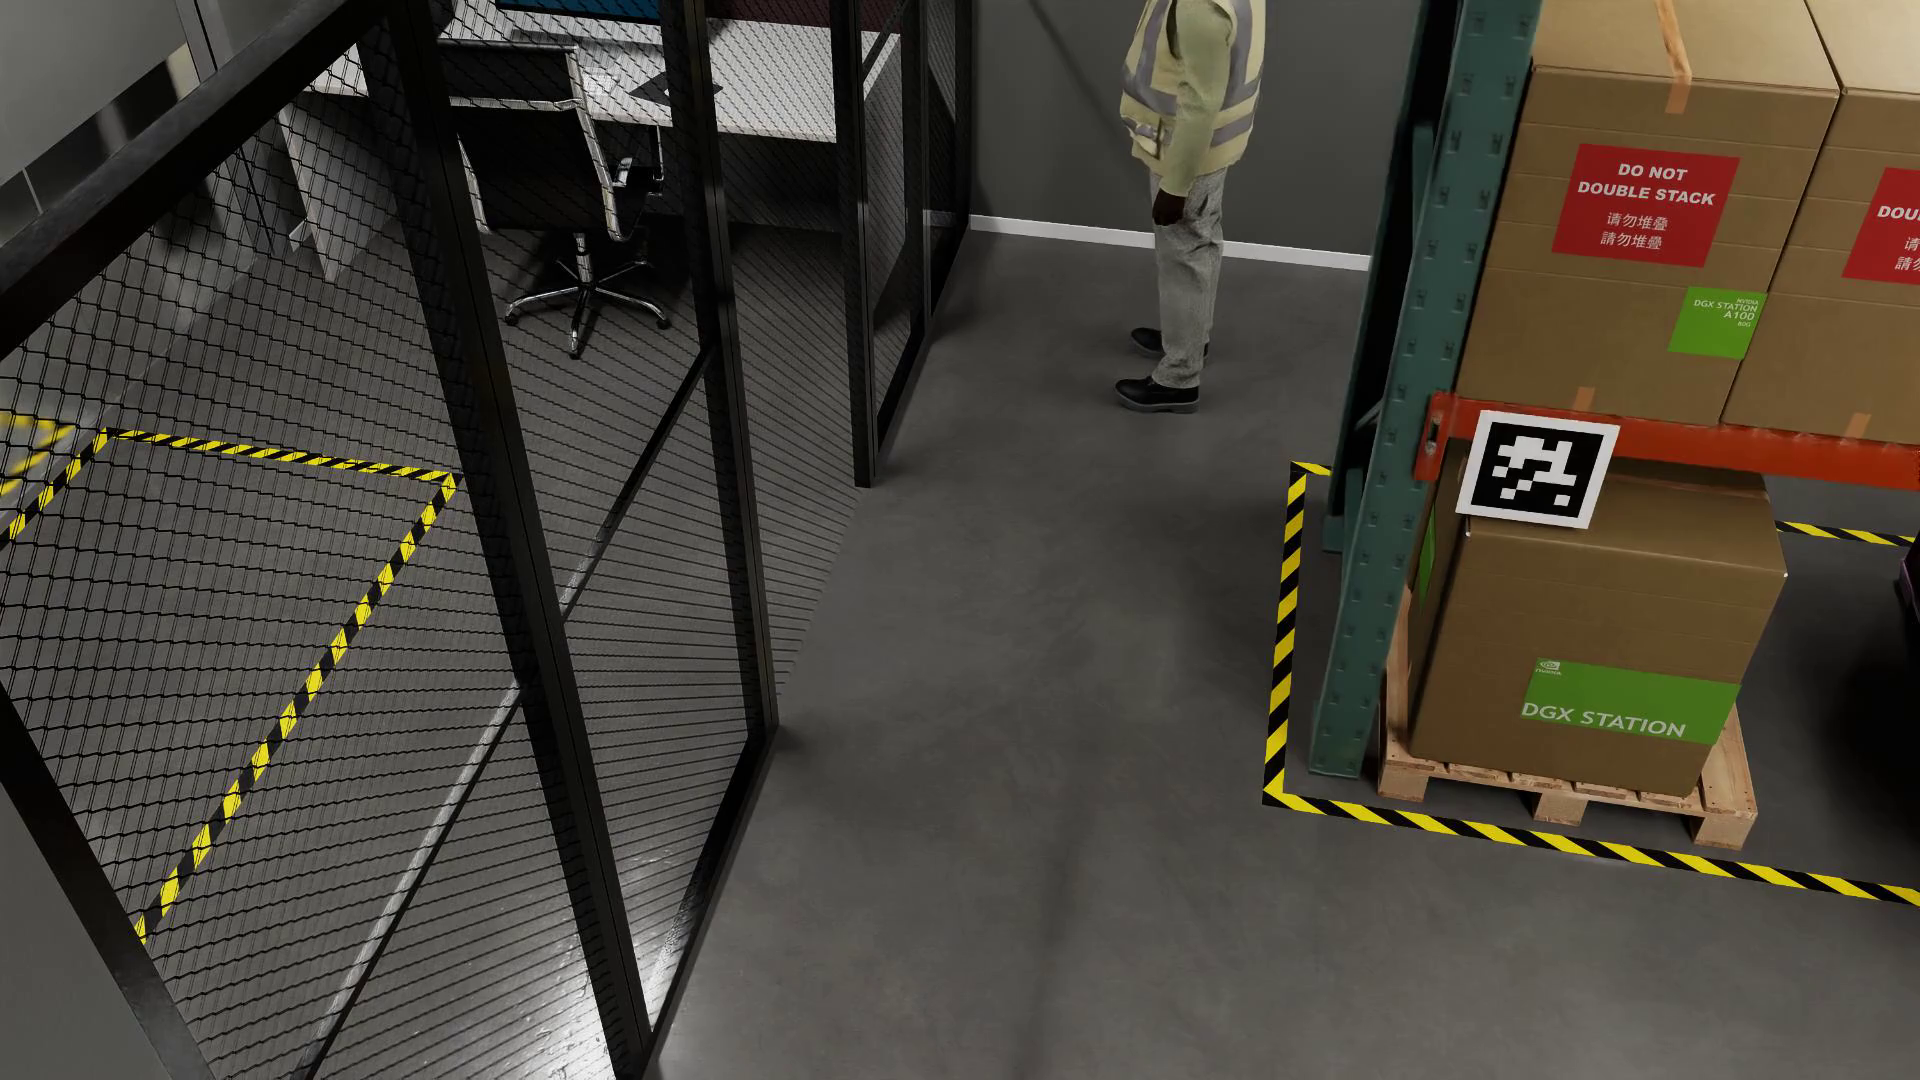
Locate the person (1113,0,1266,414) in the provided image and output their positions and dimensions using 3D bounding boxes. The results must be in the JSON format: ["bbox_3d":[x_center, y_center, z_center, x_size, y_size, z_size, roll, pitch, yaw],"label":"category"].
[{"bbox_3d":[0.675,-1.215,4.979,0.404,1.827,0.600,11,42,12],"label":"person"}]
